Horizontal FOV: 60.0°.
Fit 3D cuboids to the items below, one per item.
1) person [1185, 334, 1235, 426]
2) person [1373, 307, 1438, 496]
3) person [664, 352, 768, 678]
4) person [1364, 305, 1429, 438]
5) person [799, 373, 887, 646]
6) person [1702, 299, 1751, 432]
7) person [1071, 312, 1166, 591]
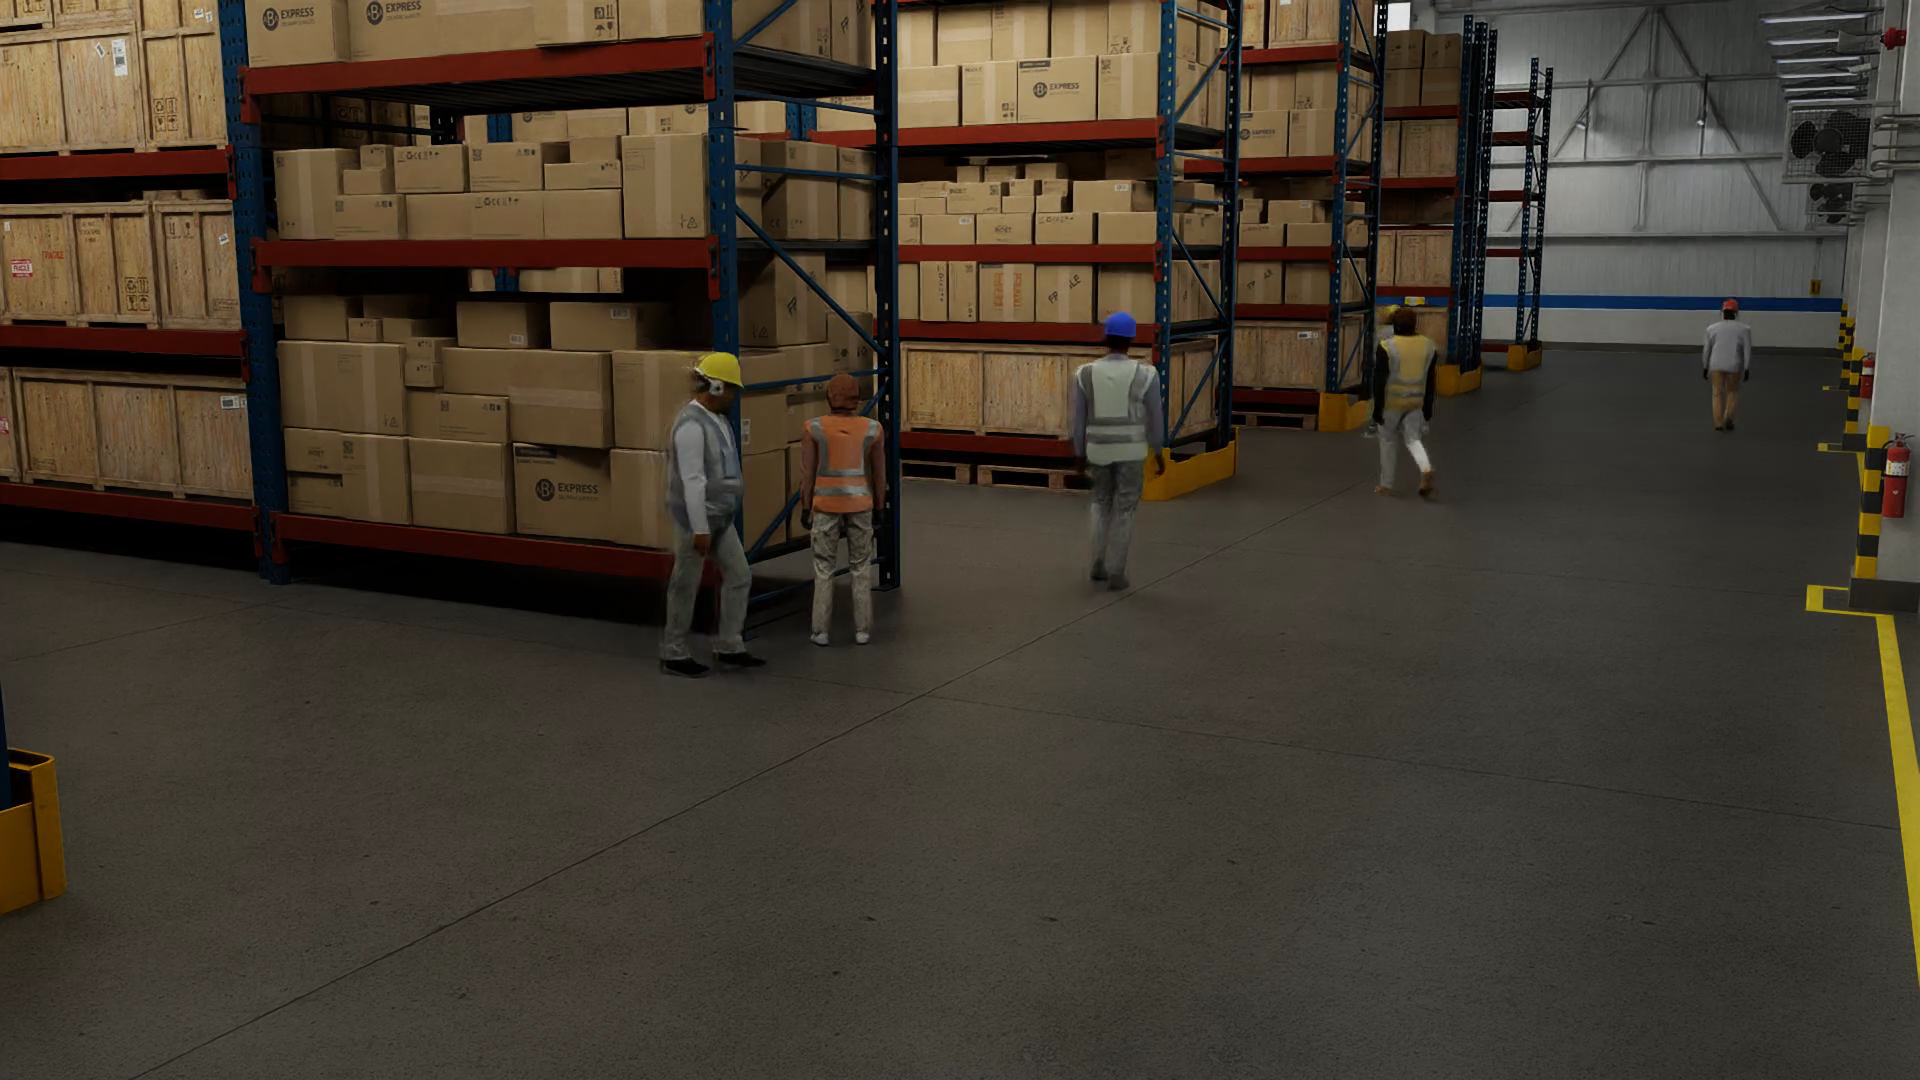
[{"bbox_3d":[3.100,-2.329,21.580,1.007,1.883,0.648,4,11,22],"label":"person"},{"bbox_3d":[4.220,-1.288,15.766,0.632,1.823,0.692,-3,10,-15],"label":"person"},{"bbox_3d":[-1.328,-0.122,9.112,0.695,1.782,0.661,2,10,11],"label":"person"},{"bbox_3d":[5.496,-2.120,21.015,0.852,1.675,0.519,-6,11,-29],"label":"person"},{"bbox_3d":[-0.692,-0.174,9.880,0.523,1.632,0.315,-2,10,-13],"label":"person"},{"bbox_3d":[10.035,-2.285,21.776,0.596,1.726,0.681,5,11,27],"label":"person"},{"bbox_3d":[1.111,-0.613,11.546,0.615,1.924,0.512,4,11,23],"label":"person"}]
